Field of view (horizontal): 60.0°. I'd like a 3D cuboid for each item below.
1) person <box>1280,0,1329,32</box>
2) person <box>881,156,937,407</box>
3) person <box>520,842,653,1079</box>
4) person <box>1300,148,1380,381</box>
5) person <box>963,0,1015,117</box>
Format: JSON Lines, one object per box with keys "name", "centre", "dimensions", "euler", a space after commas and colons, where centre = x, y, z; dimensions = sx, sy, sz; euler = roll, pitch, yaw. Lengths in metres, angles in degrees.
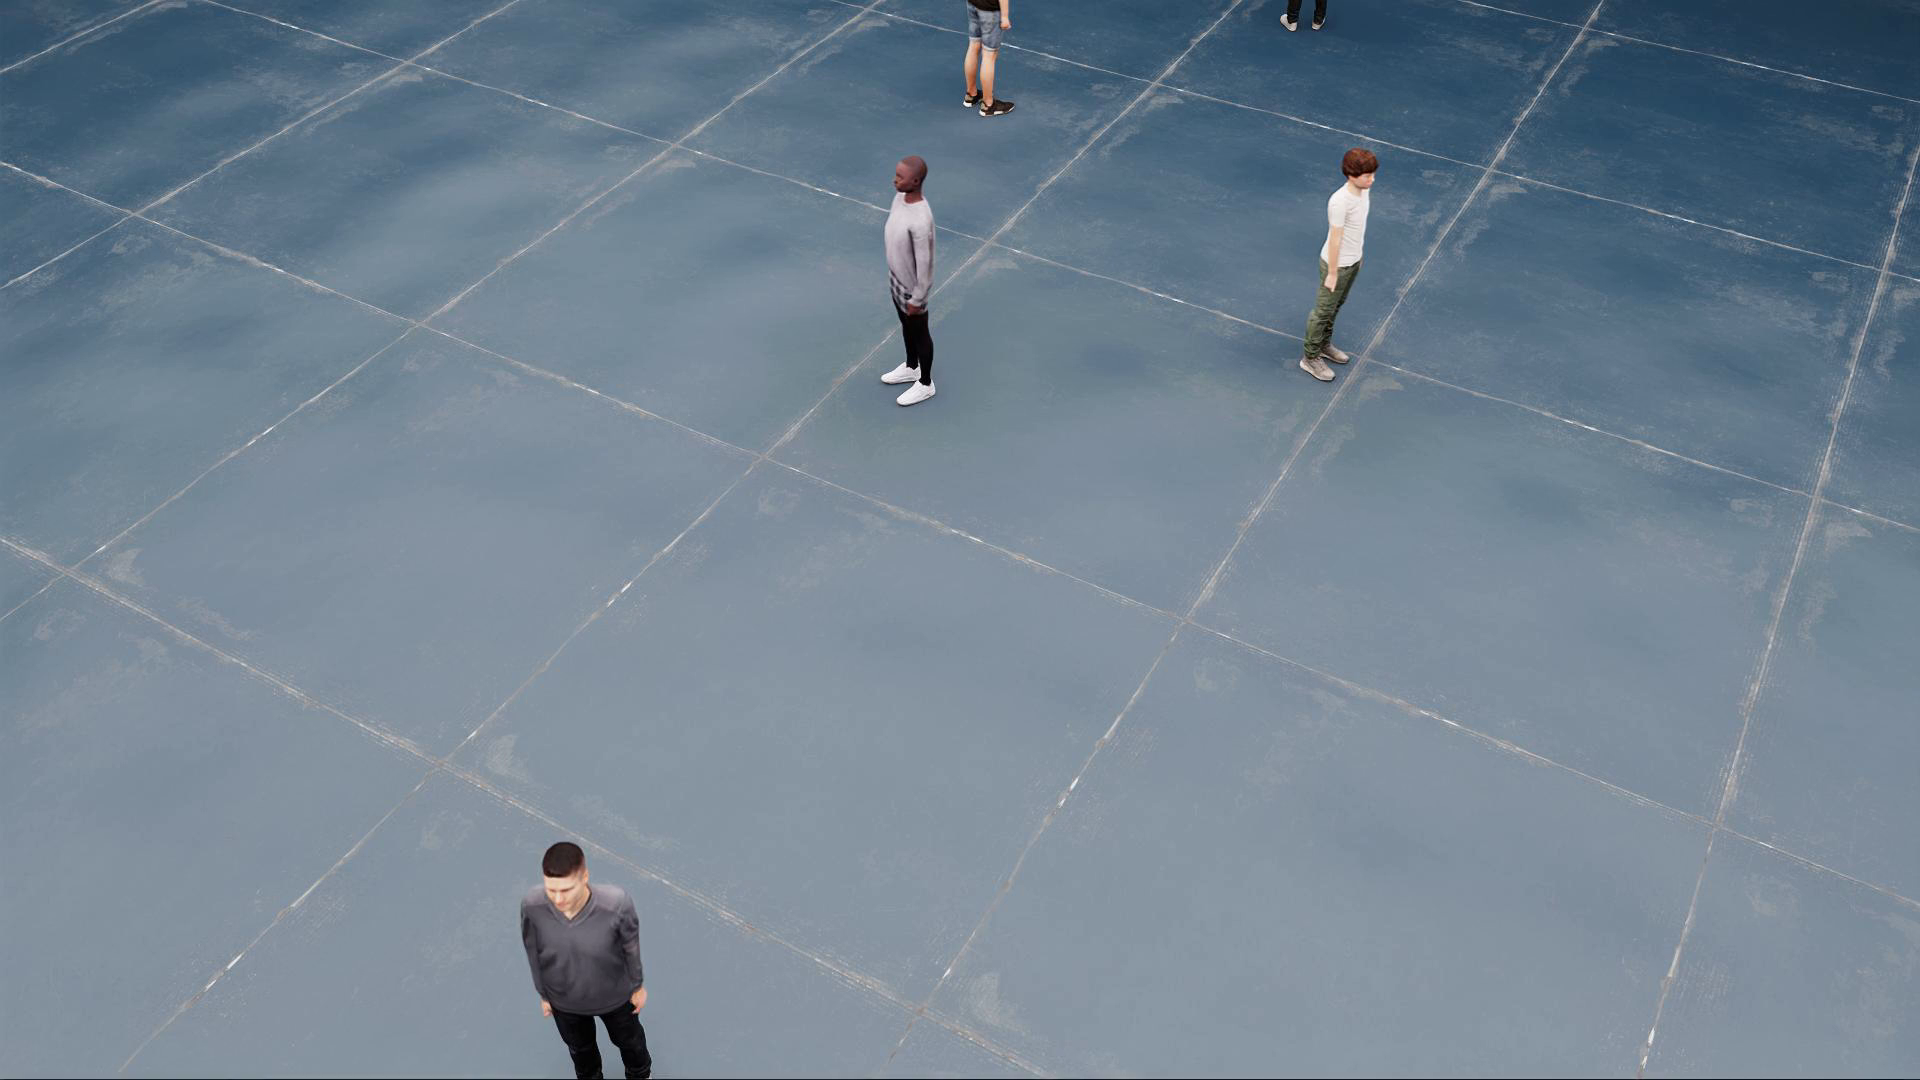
{"name": "person", "centre": [3.181, -5.449, 14.920], "dimensions": [0.718, 1.756, 0.714], "euler": [1, 42, 1]}
{"name": "person", "centre": [-0.304, -1.690, 10.769], "dimensions": [0.729, 1.772, 0.697], "euler": [-16, 45, -17]}
{"name": "person", "centre": [-1.527, 1.843, 6.887], "dimensions": [0.703, 1.761, 0.724], "euler": [-3, 42, -3]}
{"name": "person", "centre": [2.523, -1.851, 11.034], "dimensions": [0.661, 1.654, 0.493], "euler": [26, 48, 26]}
{"name": "person", "centre": [0.202, -4.422, 13.722], "dimensions": [0.704, 1.847, 0.742], "euler": [-26, 48, -26]}
